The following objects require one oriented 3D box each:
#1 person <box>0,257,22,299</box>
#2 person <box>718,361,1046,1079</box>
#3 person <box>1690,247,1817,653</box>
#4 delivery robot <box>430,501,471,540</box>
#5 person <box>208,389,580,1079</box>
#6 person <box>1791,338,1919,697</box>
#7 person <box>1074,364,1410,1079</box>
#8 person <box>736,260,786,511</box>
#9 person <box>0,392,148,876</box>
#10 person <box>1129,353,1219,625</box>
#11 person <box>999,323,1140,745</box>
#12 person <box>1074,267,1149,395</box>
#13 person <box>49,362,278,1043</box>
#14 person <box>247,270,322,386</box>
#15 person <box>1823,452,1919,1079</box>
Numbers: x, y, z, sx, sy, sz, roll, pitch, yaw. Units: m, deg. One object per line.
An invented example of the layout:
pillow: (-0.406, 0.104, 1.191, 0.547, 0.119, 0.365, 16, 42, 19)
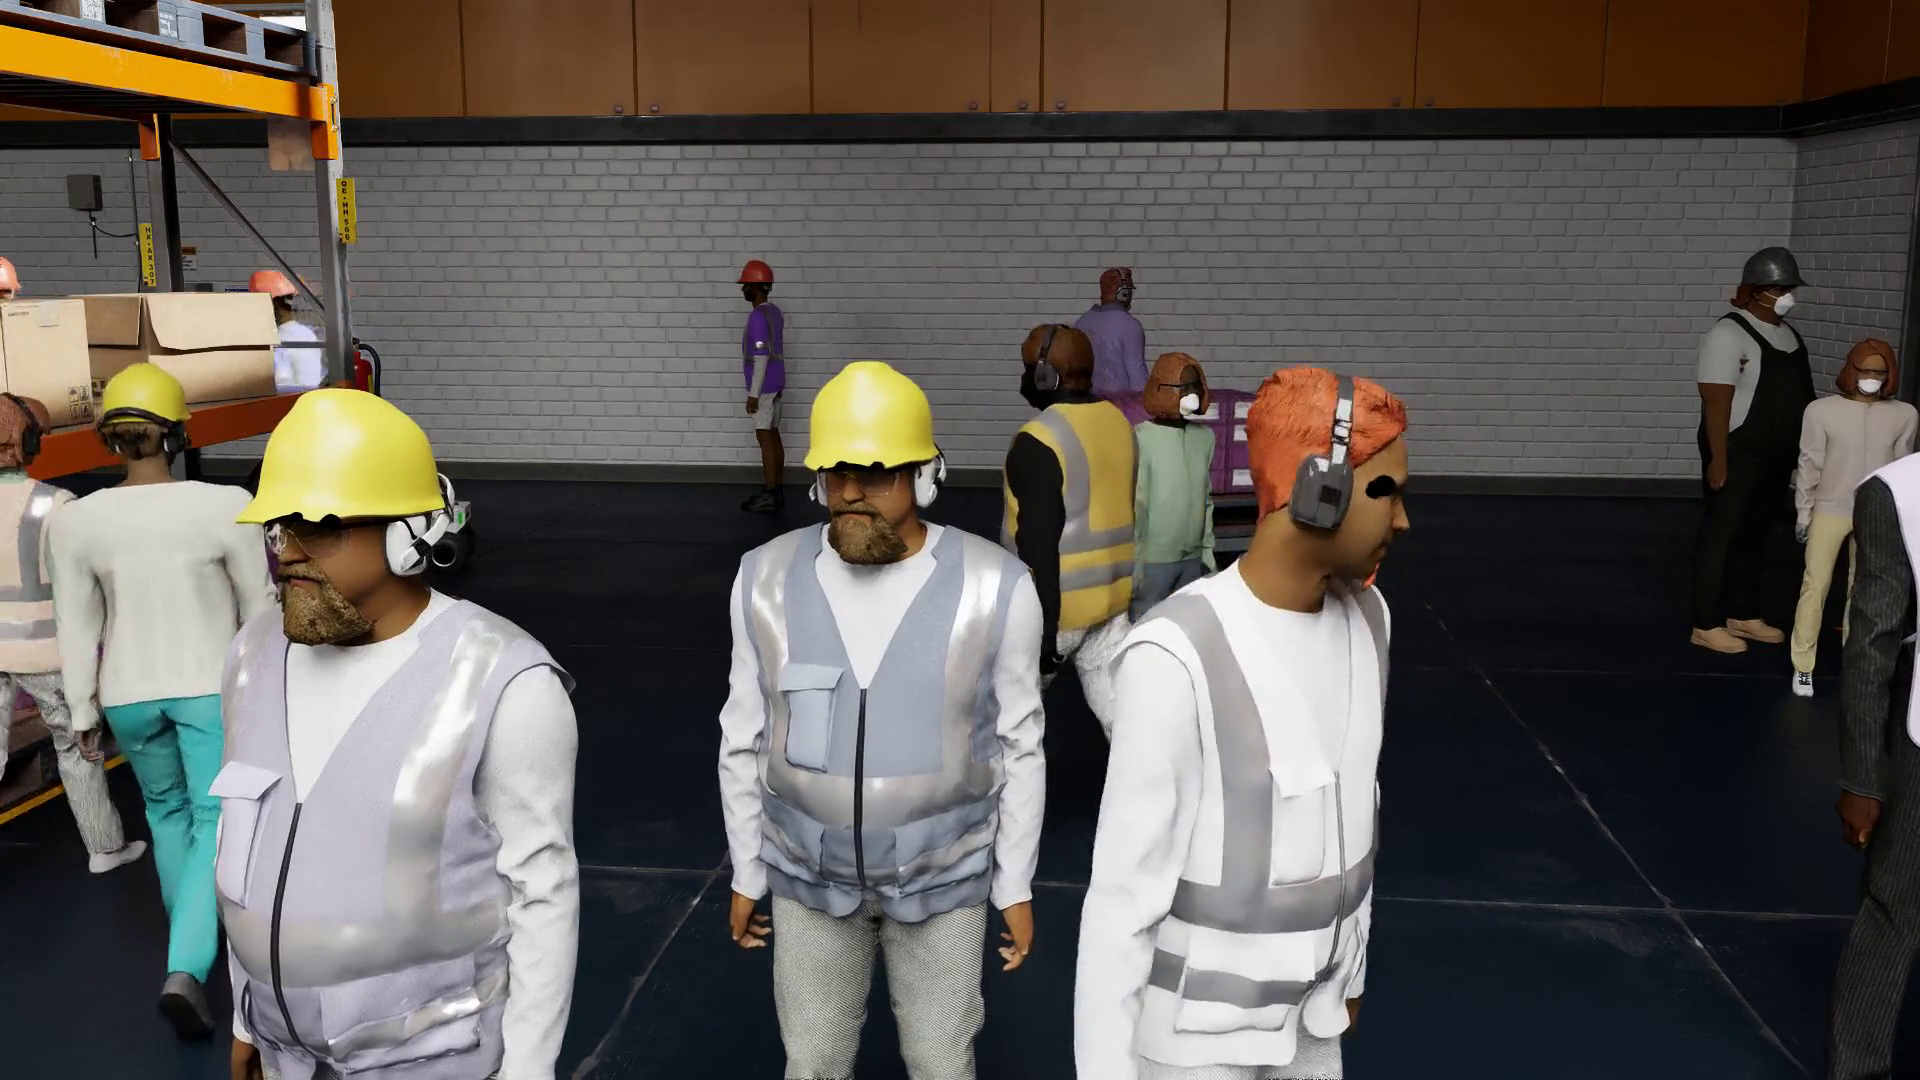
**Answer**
person: (-5.379, -0.591, 9.377, 0.423, 1.987, 0.630, 5, 11, 25)
person: (-0.146, 0.592, 3.019, 0.596, 1.831, 0.403, 1, 10, 8)
person: (4.052, -0.457, 8.429, 0.683, 2.000, 0.536, -7, 12, -34)
delivery robot: (-3.462, -0.119, 10.476, 0.707, 0.478, 0.477, -1, 10, -8)
person: (-0.837, 0.697, 2.414, 0.589, 1.834, 0.403, 4, 11, 20)
person: (4.030, -0.093, 7.511, 0.499, 1.633, 0.279, 1, 10, 7)
person: (0.362, 0.687, 2.391, 0.703, 1.875, 0.399, -9, 13, -42)
person: (-1.550, -1.195, 12.945, 0.364, 1.939, 0.542, 1, 10, 8)
person: (-2.881, 0.353, 5.053, 0.524, 1.598, 0.859, 1, 10, 8)
person: (0.816, 0.091, 6.459, 0.497, 1.633, 0.284, -9, 13, -40)
person: (0.353, 0.193, 5.432, 0.977, 1.790, 0.640, 8, 13, 38)
person: (1.034, -0.854, 11.084, 0.408, 1.906, 0.652, -7, 12, -36)
person: (-2.082, 0.405, 4.366, 0.533, 1.735, 0.828, -1, 10, -8)
person: (-3.911, -0.644, 9.906, 0.616, 1.907, 0.556, 1, 10, 6)
person: (2.128, 0.461, 3.527, 0.597, 1.916, 0.371, -2, 10, -9)
